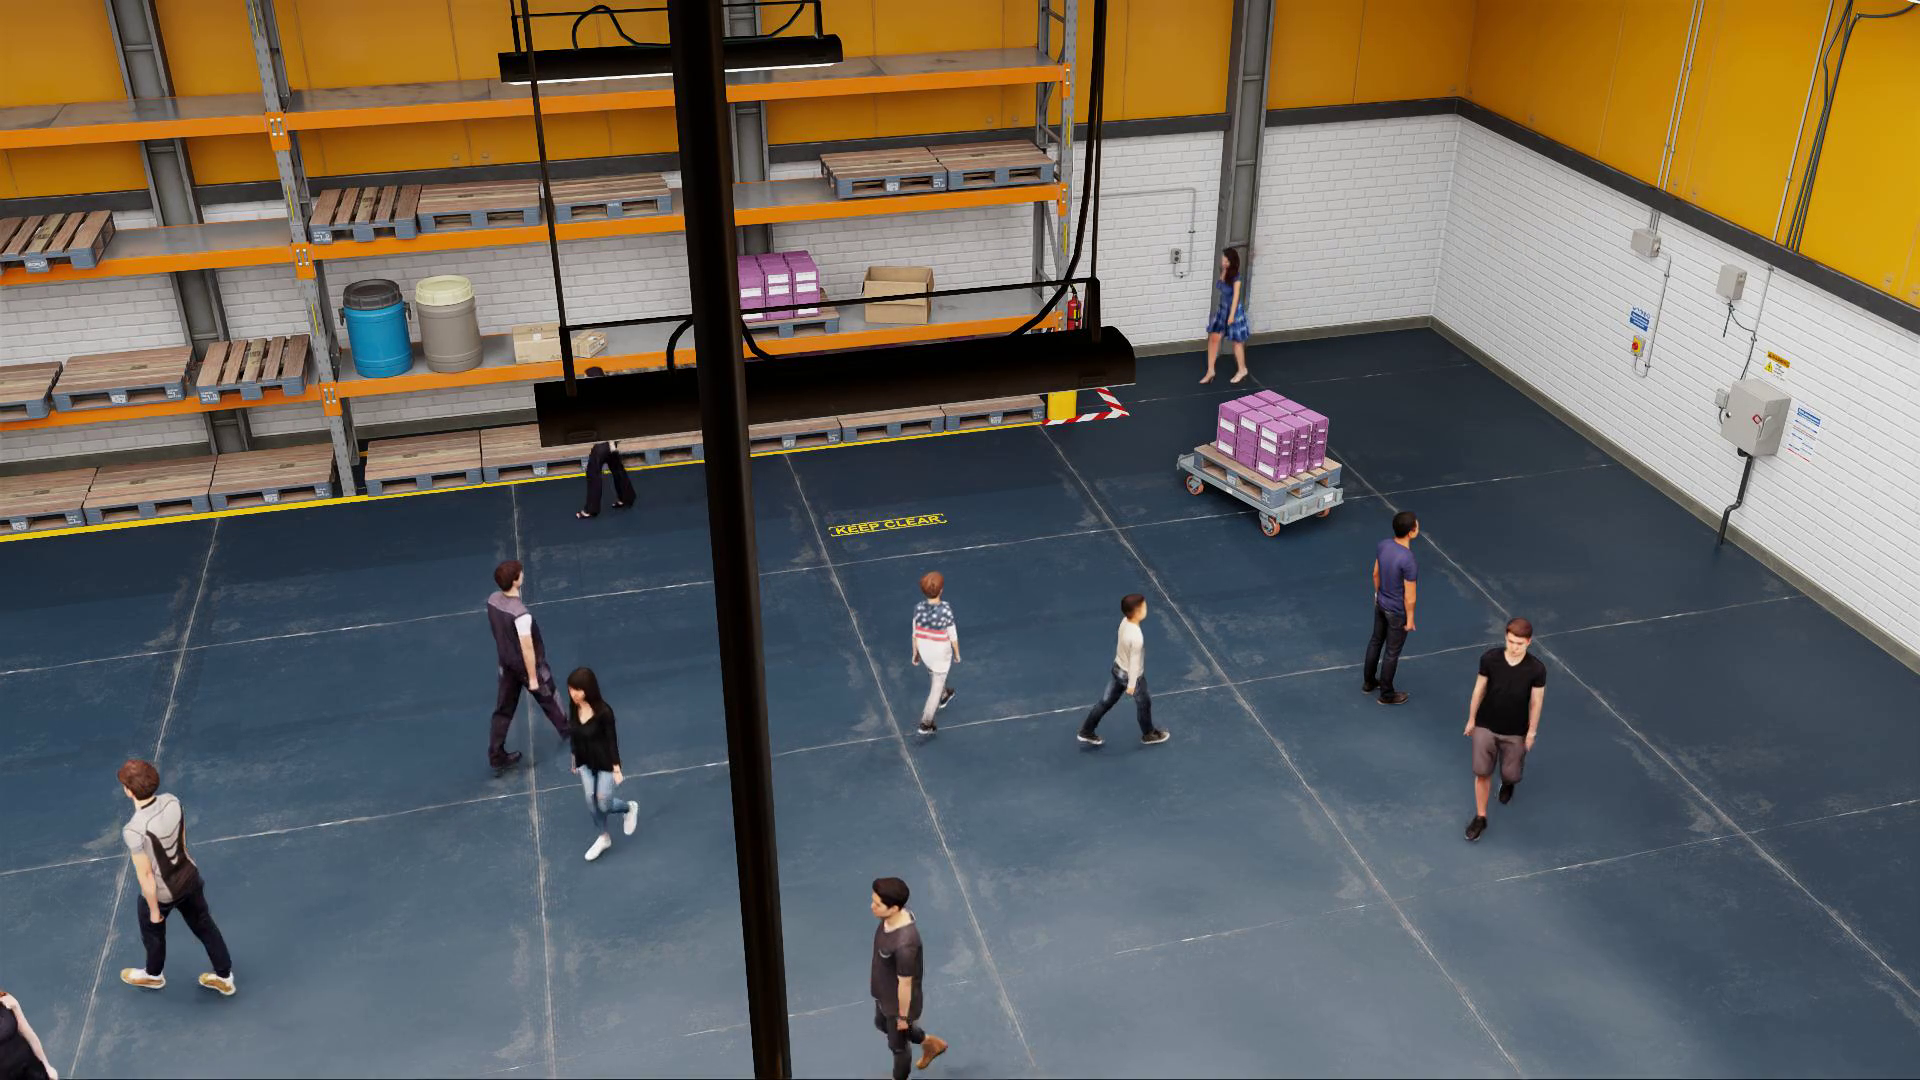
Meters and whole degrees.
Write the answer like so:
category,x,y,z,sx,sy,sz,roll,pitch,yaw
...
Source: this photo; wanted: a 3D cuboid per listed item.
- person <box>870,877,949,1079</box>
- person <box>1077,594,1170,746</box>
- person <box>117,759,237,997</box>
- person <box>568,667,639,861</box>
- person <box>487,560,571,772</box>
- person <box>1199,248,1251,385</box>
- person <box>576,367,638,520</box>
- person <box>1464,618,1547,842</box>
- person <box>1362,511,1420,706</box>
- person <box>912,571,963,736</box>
category,x,y,z,sx,sy,sz,roll,pitch,yaw
person,-0.308,2.736,10.194,0.762,1.704,0.615,-8,30,-14
person,1.289,1.092,13.484,1.010,1.441,0.597,-9,30,-16
person,-5.091,2.268,10.881,1.124,1.868,0.998,9,30,16
person,-2.642,1.610,12.332,0.812,1.635,0.865,14,31,24
person,-3.572,1.033,13.218,1.118,1.799,1.263,21,35,33
person,3.300,-2.690,20.080,0.927,1.763,0.753,-10,30,-18
person,-3.594,-1.027,17.170,0.888,1.631,0.617,-9,30,-15
person,4.123,1.365,12.561,1.037,1.845,1.092,15,32,25
person,3.658,0.563,14.086,0.596,1.793,0.682,-13,31,-23
person,-0.227,0.953,13.772,0.980,1.409,0.992,13,31,22
